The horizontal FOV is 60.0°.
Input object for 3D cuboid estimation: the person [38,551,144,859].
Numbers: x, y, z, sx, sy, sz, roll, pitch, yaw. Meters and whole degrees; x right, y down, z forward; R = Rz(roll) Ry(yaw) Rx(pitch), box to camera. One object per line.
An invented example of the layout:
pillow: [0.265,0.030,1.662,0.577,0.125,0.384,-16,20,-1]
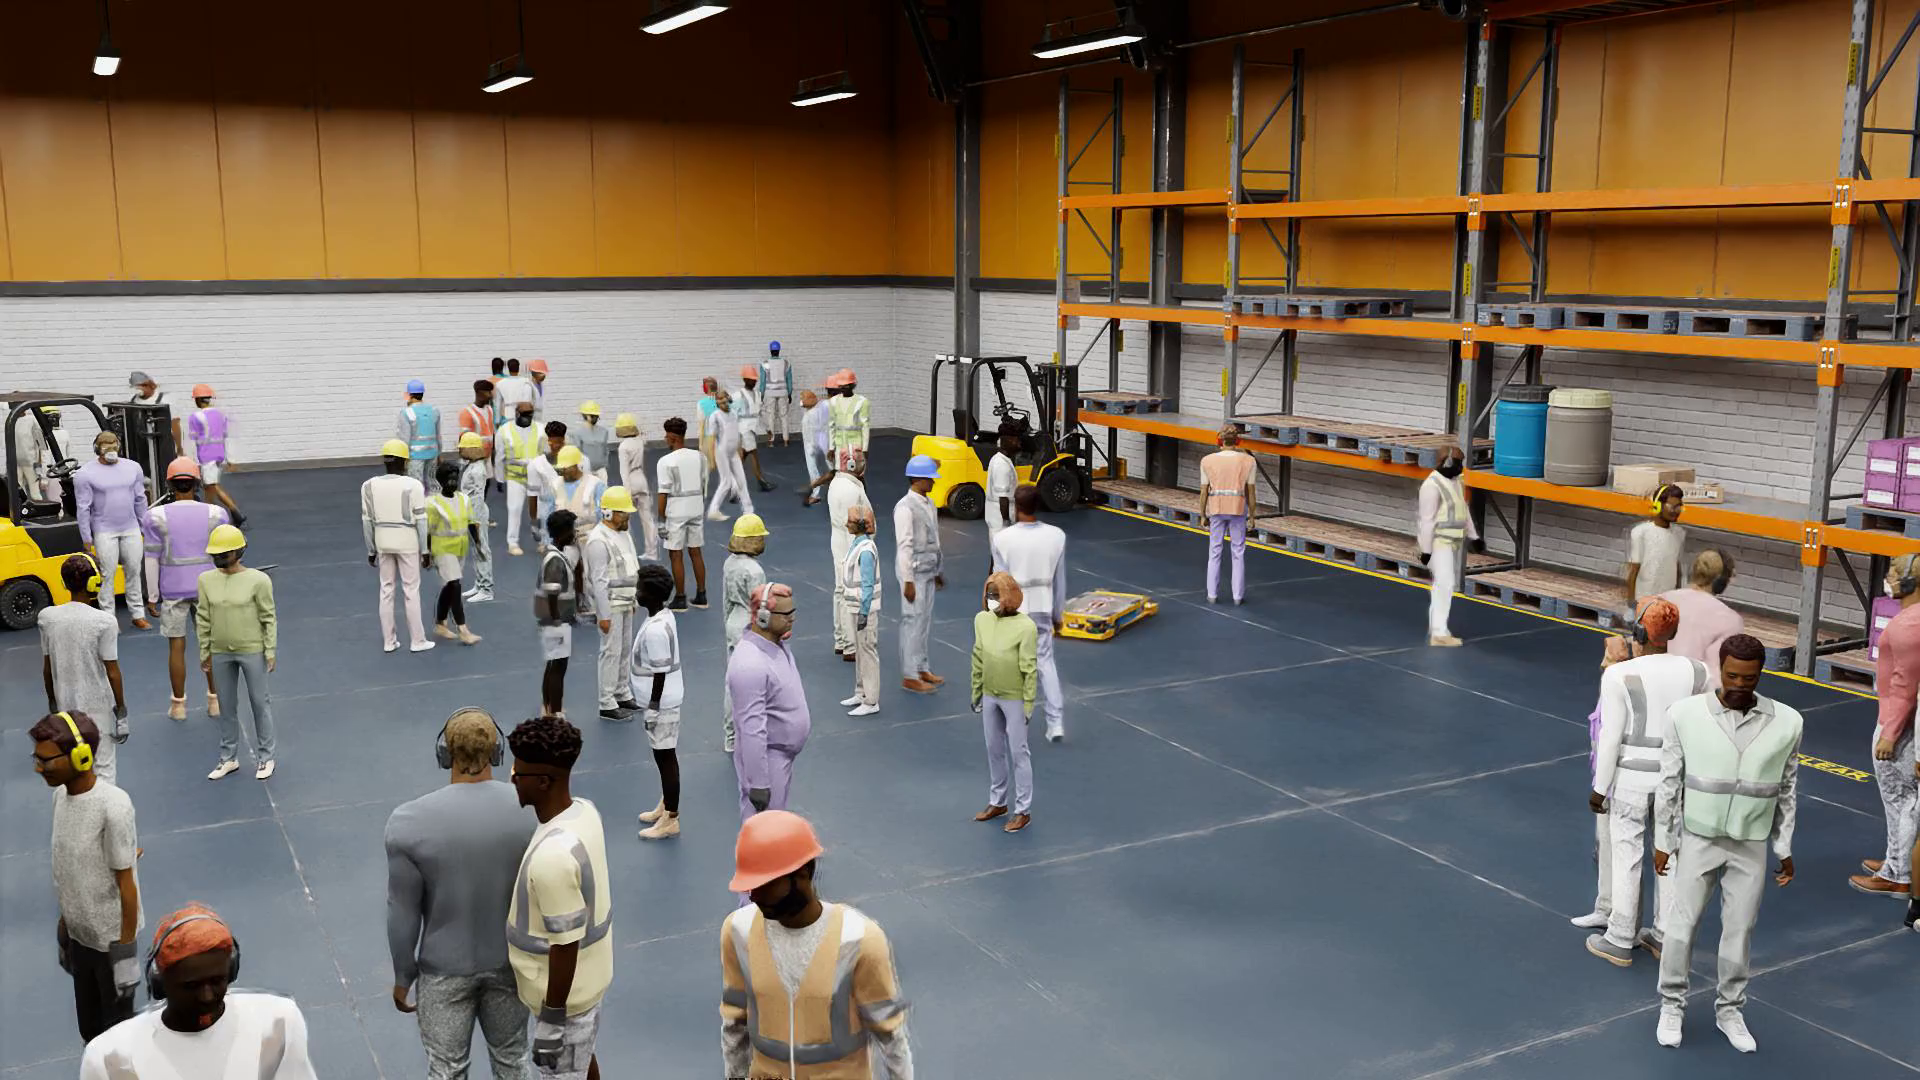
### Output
person: [-5.067,0.995,9.664,0.512,1.861,0.325,1,10,8]

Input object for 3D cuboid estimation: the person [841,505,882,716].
person: [-0.760,0.539,12.912,0.307,1.640,0.512,-2,10,-13]

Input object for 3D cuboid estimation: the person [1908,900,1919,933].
person: [5.261,1.072,8.688,0.375,2.044,0.607,5,11,26]

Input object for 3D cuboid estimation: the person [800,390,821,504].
person: [-2.130,-1.327,23.701,0.275,1.627,0.504,-3,10,-15]

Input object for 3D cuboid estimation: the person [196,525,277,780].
person: [-4.901,0.762,11.272,0.530,1.765,0.326,0,10,2]

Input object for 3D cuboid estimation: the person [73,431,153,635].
person: [-7.929,-0.069,15.602,0.383,1.929,0.634,8,13,39]

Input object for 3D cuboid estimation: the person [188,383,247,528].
person: [-9.607,-1.073,21.466,0.926,1.903,0.541,3,10,15]

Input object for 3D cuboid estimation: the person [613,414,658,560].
person: [-3.881,-0.609,19.328,0.806,1.713,0.505,4,11,23]

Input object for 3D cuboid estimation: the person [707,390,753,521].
person: [-3.056,-1.105,21.994,0.624,1.792,0.586,7,12,33]

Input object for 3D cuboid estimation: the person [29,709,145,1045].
person: [-3.343,1.559,6.436,0.528,1.857,0.332,7,12,35]

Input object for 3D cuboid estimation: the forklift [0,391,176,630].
forklift: [-9.026,-0.363,16.508,1.214,2.155,2.313,6,11,29]

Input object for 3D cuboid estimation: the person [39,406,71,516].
person: [-10.876,-0.752,19.983,0.310,1.768,0.533,1,10,3]

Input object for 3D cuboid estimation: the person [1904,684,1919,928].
person: [5.253,1.142,8.641,0.389,1.924,0.549,-7,12,-34]

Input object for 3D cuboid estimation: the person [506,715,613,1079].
person: [-1.430,1.583,5.960,0.361,1.964,0.616,-1,10,-4]

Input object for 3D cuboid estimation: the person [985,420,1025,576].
person: [0.436,-0.188,16.186,0.391,1.957,0.608,0,10,-2]

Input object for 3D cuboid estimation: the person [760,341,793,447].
person: [-3.383,-2.683,30.578,0.614,1.945,0.406,-3,10,-17]

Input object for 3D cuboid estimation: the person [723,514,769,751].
person: [-1.501,0.675,11.830,0.324,1.743,0.490,-7,12,-34]

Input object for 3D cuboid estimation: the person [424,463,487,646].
person: [-4.567,0.129,15.177,0.791,1.660,0.538,5,11,25]

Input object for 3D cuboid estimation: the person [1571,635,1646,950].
person: [3.398,1.293,8.572,0.308,1.639,0.524,0,10,2]

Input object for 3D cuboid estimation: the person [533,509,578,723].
person: [-3.017,0.611,12.434,0.329,1.678,0.743,-3,10,-18]

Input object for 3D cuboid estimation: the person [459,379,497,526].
person: [-6.215,-1.106,21.506,0.409,1.949,0.685,3,10,18]

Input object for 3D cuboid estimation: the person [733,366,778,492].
person: [-3.151,-1.664,24.922,1.012,1.885,0.563,5,11,28]

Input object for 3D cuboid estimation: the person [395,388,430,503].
person: [-7.497,-1.250,22.911,0.593,1.736,0.375,2,10,10]

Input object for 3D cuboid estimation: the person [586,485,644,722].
person: [-2.633,0.481,12.737,0.403,1.820,0.598,1,10,8]

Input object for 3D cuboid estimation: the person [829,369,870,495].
person: [-1.492,-1.276,22.255,0.604,2.032,0.416,4,11,22]

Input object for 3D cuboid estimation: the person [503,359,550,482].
person: [-6.678,-1.810,25.545,1.060,1.974,0.623,3,10,16]

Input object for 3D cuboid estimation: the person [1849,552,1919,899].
person: [5.254,1.024,9.263,0.354,1.938,0.636,9,13,42]

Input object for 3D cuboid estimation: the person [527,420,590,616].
person: [-3.912,-0.207,16.313,0.621,1.951,0.379,-4,11,-24]

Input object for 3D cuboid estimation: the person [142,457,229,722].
person: [-5.900,0.377,12.748,0.612,2.029,0.407,-6,12,-33]

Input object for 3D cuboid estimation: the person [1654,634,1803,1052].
person: [3.431,1.344,7.484,0.597,1.915,0.369,2,10,10]

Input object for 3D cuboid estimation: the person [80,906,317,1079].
person: [-2.017,1.900,4.529,0.586,1.820,1.016,-7,12,-35]

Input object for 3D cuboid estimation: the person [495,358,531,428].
person: [-7.056,-1.931,26.384,0.608,1.894,0.749,-3,10,-19]

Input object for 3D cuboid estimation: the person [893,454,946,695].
person: [-0.336,0.268,13.587,0.389,1.947,0.610,3,10,18]

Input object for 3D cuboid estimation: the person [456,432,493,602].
person: [-4.994,-0.241,17.105,0.292,1.745,0.487,-4,11,-24]

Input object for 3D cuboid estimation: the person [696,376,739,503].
person: [-3.496,-1.431,23.762,0.881,1.815,0.578,9,13,42]

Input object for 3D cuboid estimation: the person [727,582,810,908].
person: [-0.972,1.155,8.607,0.402,1.904,0.652,1,10,3]

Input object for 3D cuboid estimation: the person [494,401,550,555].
person: [-5.173,-0.735,19.703,0.678,1.832,0.432,-5,11,-25]

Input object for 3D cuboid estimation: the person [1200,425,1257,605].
person: [2.711,-0.246,16.875,0.560,1.836,0.394,2,10,12]

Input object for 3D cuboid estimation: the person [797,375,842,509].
person: [-1.847,-1.309,22.779,0.678,1.913,0.546,-1,10,-7]

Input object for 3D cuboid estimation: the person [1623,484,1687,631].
person: [5.236,0.479,12.644,0.536,1.852,0.536,-3,10,-19]

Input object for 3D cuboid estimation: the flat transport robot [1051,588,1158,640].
flat transport robot: [1.336,0.698,15.933,0.652,0.197,1.431,5,11,27]

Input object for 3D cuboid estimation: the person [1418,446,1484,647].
person: [4.471,0.045,15.250,0.536,1.816,0.636,6,11,31]

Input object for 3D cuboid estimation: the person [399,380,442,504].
person: [-6.939,-1.089,21.397,0.404,1.945,0.614,7,12,34]

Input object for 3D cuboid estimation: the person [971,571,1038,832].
person: [0.269,0.991,10.357,0.502,1.625,0.294,9,13,41]

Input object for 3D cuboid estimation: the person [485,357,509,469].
person: [-7.428,-2.034,27.056,0.959,1.883,0.607,9,14,43]

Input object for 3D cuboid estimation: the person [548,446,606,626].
person: [-3.667,-0.004,15.688,0.636,1.767,0.801,3,10,18]

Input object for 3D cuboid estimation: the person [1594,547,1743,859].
person: [4.146,0.977,9.708,0.992,1.895,0.663,-6,11,-29]

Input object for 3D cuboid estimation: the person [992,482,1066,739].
person: [0.501,0.541,12.221,0.612,1.940,0.516,-4,11,-22]

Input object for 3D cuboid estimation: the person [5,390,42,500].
person: [-11.623,-0.920,20.637,0.510,1.877,0.328,1,10,7]

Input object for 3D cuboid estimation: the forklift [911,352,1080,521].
forklift: [0.460,-1.461,22.833,2.313,2.155,1.214,-5,11,-28]

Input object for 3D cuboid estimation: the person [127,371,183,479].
person: [-10.916,-1.341,22.585,0.766,2.000,0.626,0,10,1]

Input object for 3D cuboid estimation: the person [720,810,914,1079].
person: [-0.447,1.750,5.179,0.639,1.916,0.438,2,10,13]

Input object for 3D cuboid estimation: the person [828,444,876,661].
person: [-0.938,0.108,14.626,0.408,1.909,0.638,-3,10,-15]

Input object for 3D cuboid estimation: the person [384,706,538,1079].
person: [-1.786,1.567,6.179,0.641,1.927,0.386,-5,11,-27]

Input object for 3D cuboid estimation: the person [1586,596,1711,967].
person: [3.445,1.209,8.356,0.574,1.884,0.356,-2,10,-12]

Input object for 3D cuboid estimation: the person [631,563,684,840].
person: [-1.854,0.981,10.200,0.318,1.699,0.535,-1,10,-8]

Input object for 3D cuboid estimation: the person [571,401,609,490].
person: [-4.670,-0.898,20.918,0.531,1.737,0.840,-8,13,-40]

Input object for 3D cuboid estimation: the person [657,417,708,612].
person: [-2.779,-0.255,16.597,0.378,1.955,0.604,9,13,42]

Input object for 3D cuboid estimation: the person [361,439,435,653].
person: [-5.022,0.060,14.874,0.585,1.916,0.389,1,10,7]
